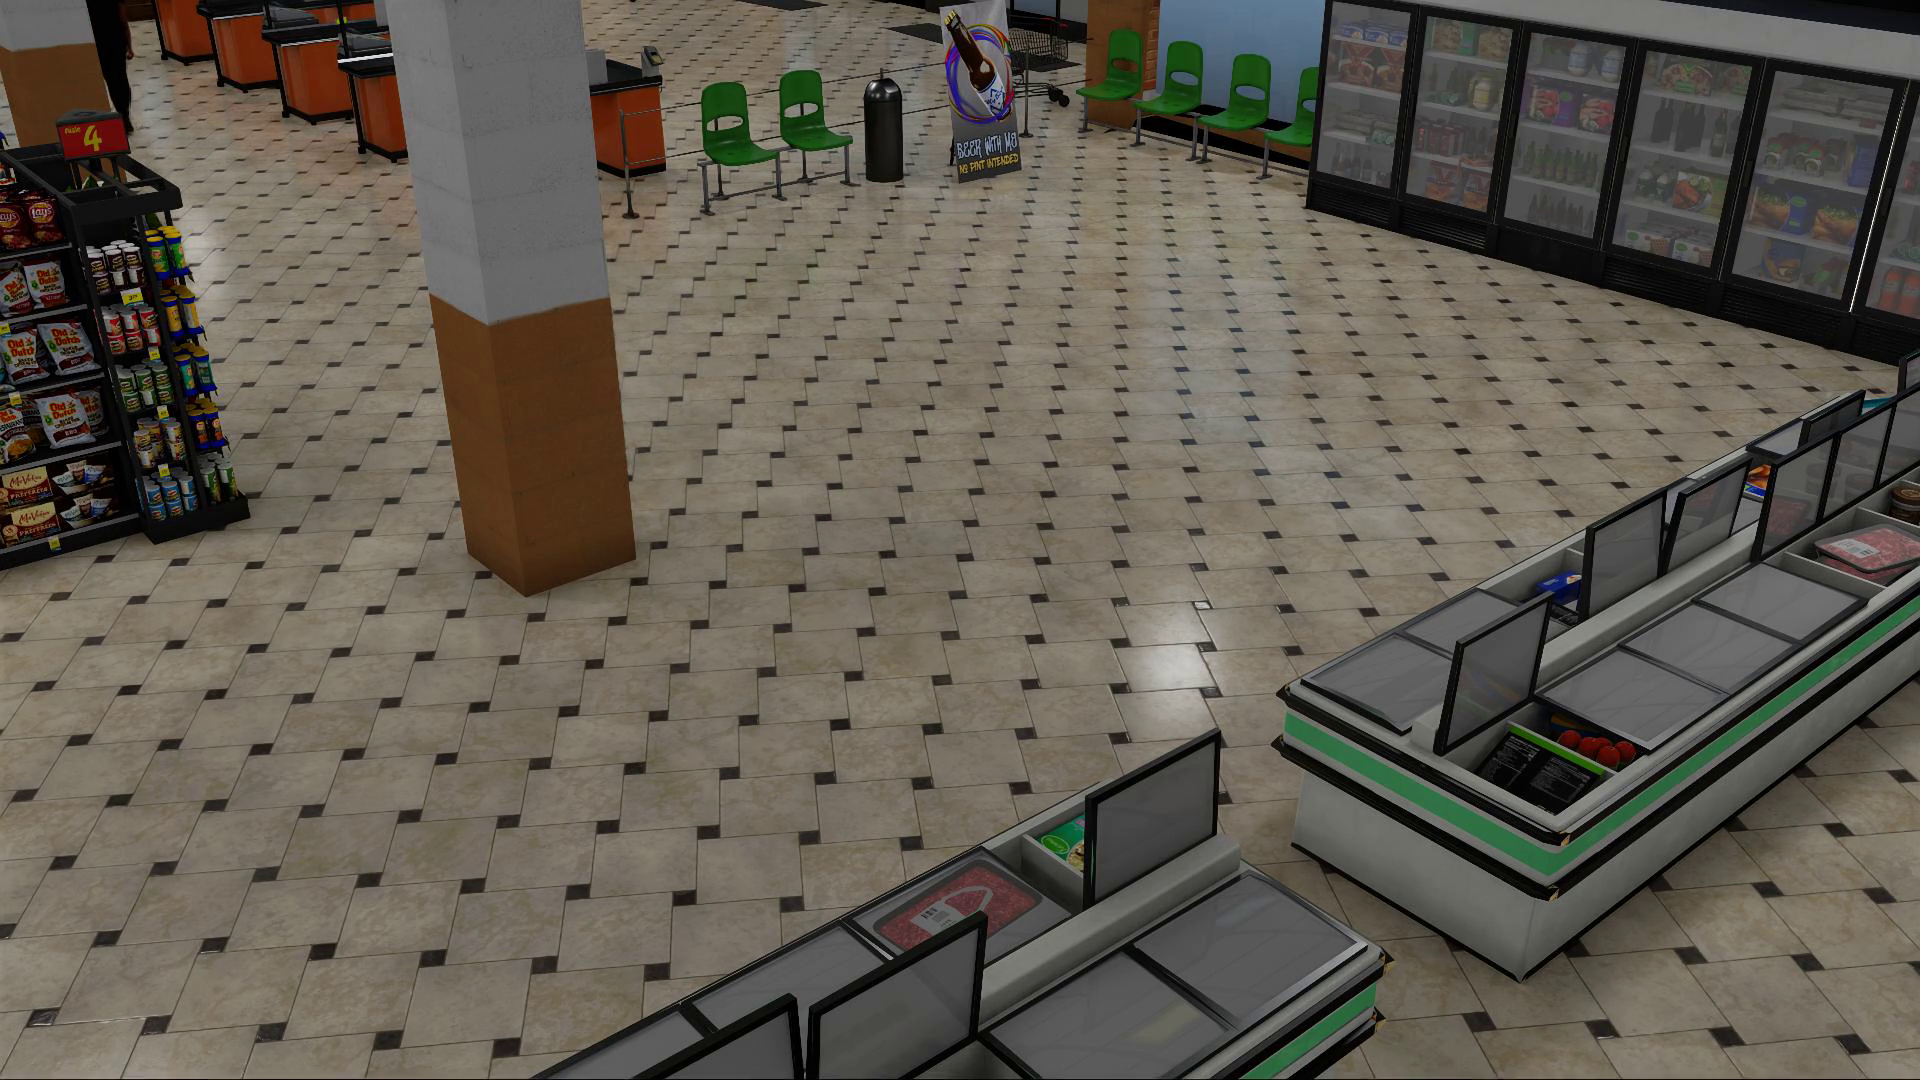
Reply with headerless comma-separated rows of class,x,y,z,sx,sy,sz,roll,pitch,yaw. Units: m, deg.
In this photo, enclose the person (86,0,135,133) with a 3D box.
person,-9.375,-5.389,18.314,1.135,1.777,0.860,-16,31,-28
